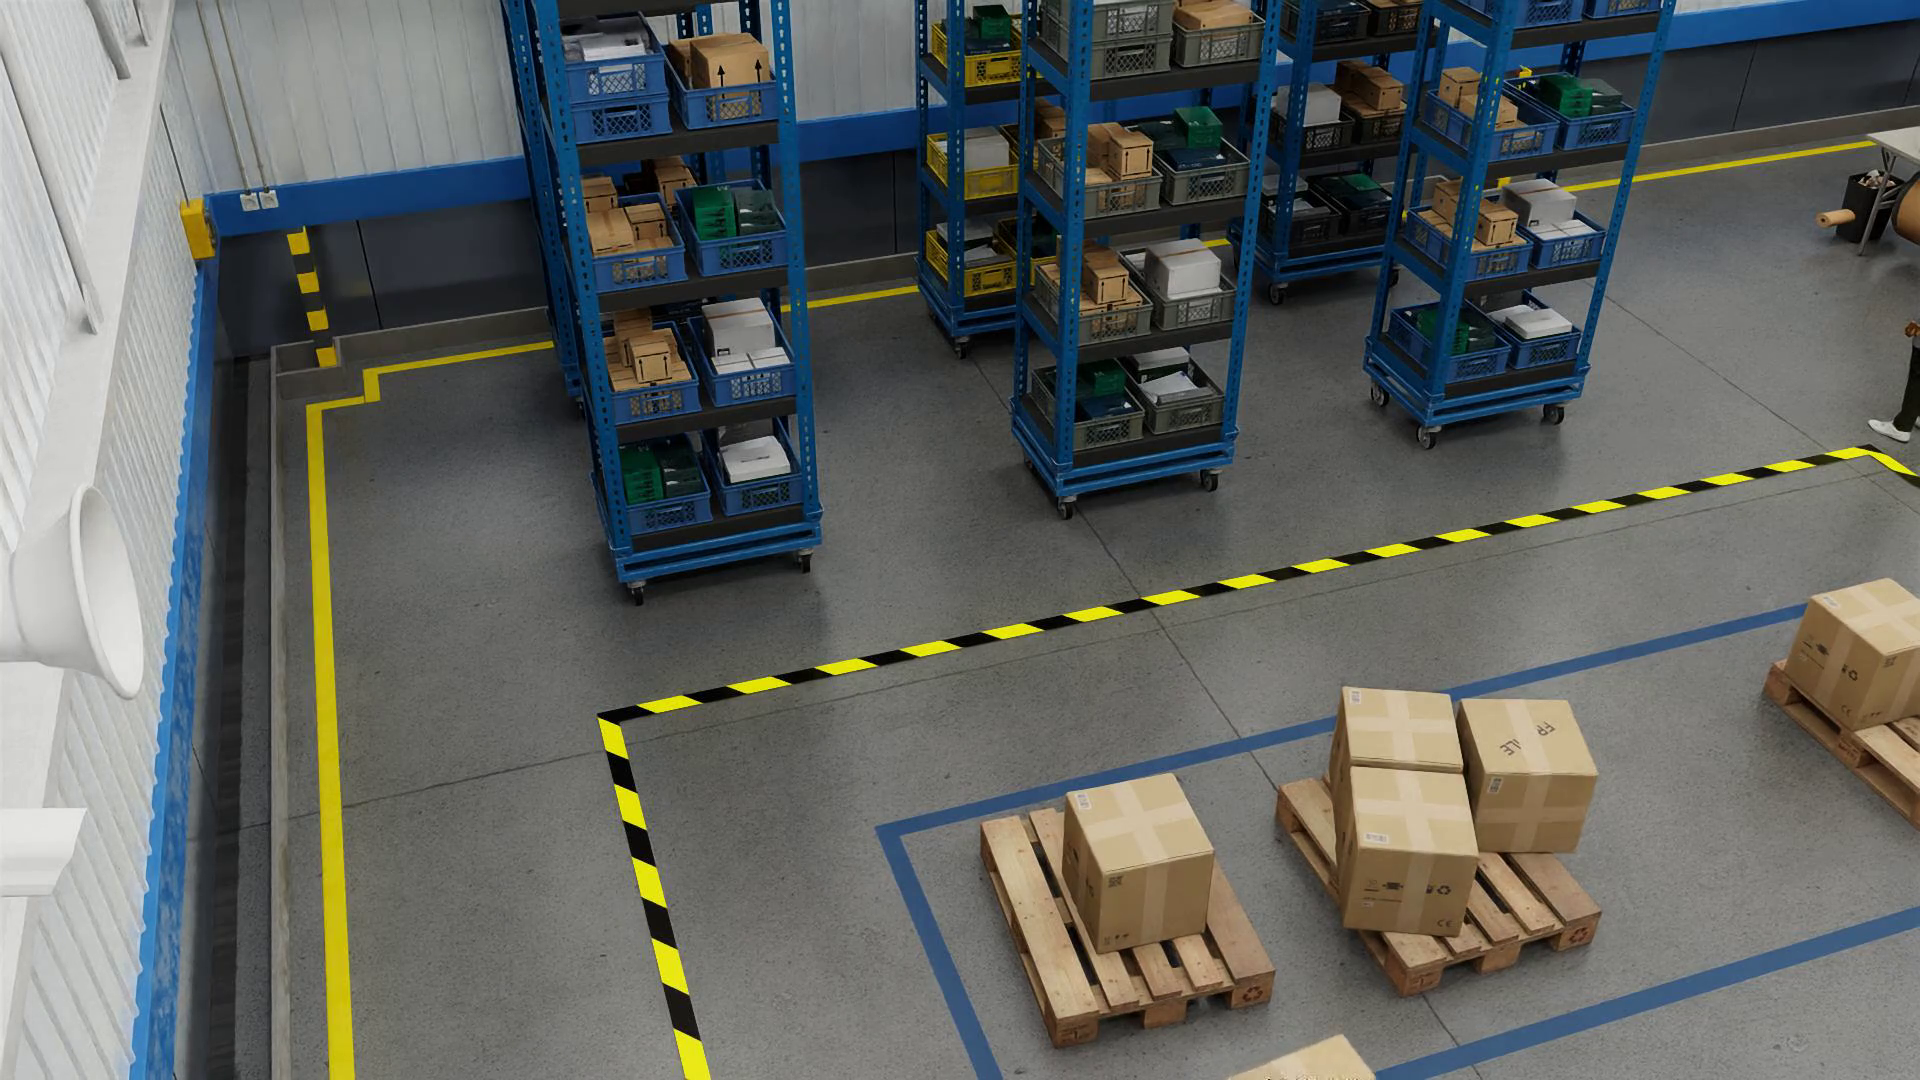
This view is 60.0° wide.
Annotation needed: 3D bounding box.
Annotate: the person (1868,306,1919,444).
[{"bbox_3d":[6.413,-1.498,10.805,0.596,1.850,0.384,-12,37,-17],"label":"person"}]
